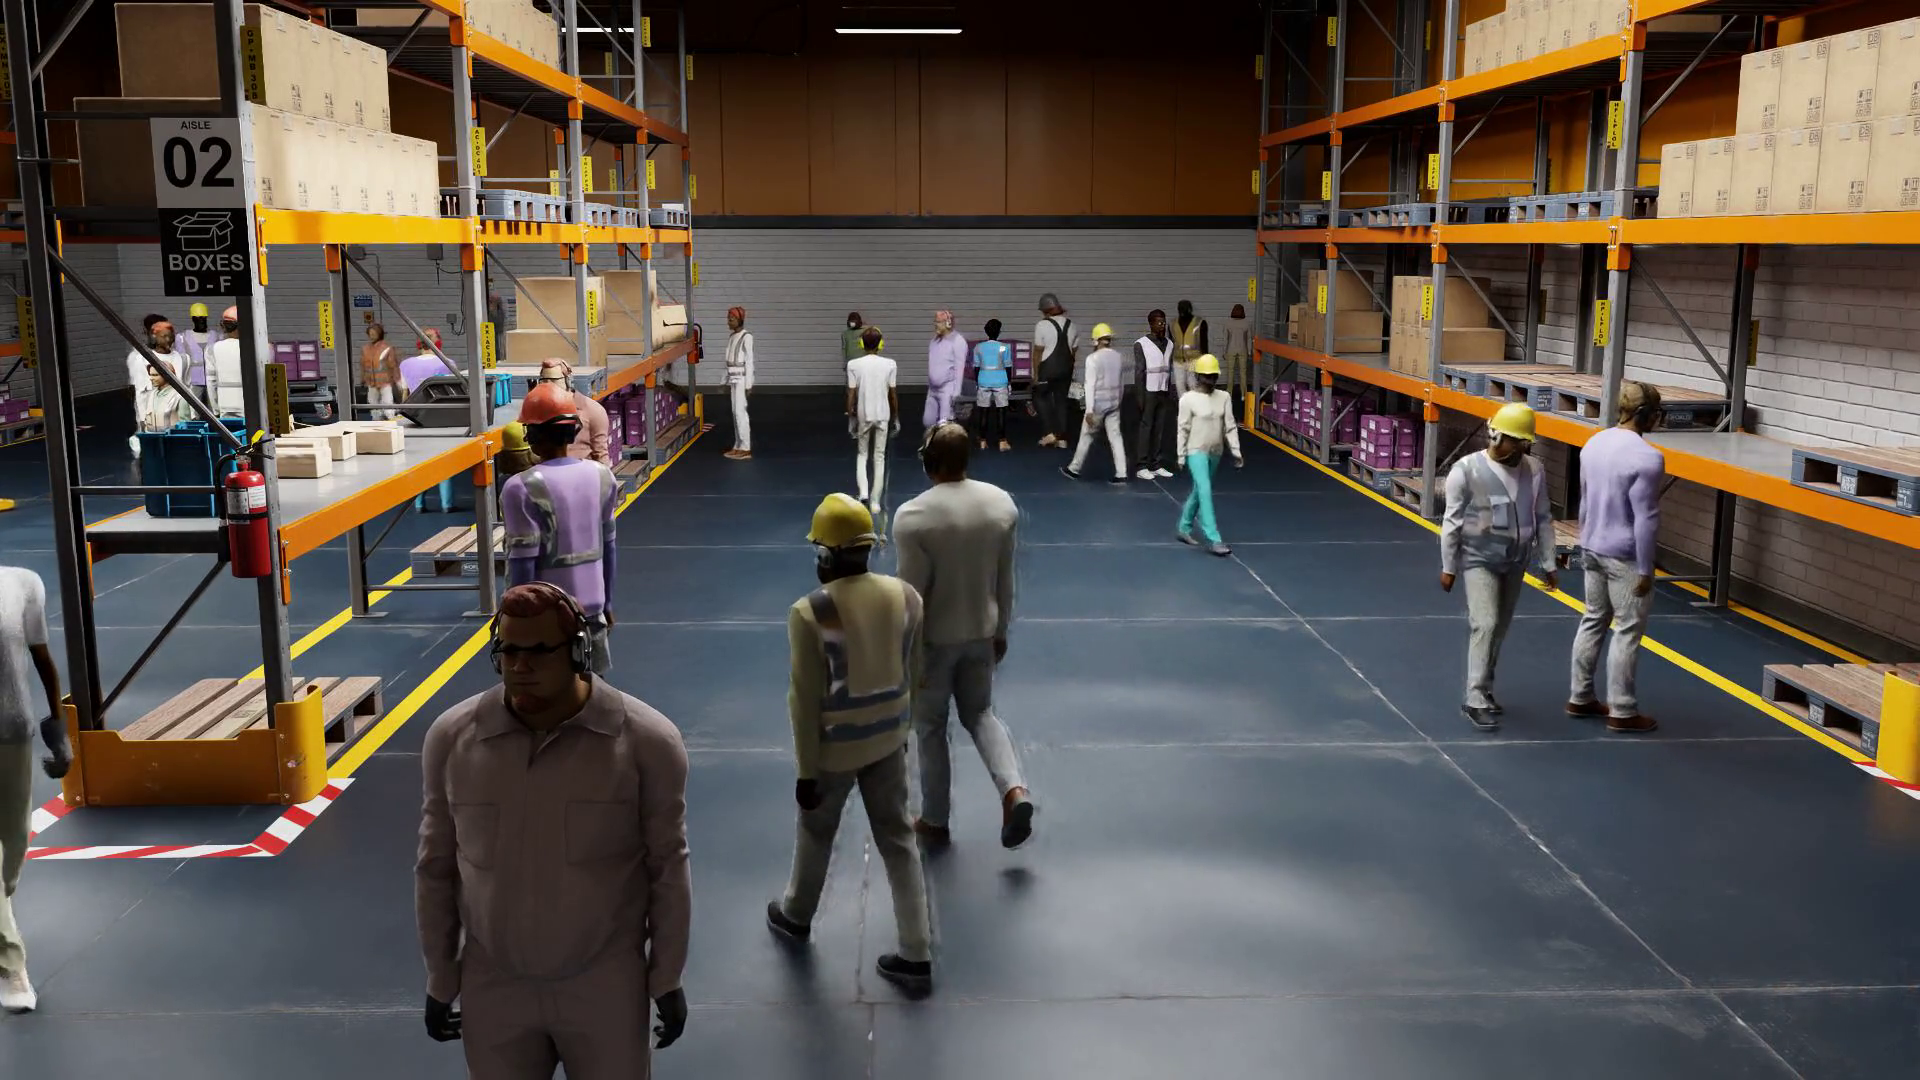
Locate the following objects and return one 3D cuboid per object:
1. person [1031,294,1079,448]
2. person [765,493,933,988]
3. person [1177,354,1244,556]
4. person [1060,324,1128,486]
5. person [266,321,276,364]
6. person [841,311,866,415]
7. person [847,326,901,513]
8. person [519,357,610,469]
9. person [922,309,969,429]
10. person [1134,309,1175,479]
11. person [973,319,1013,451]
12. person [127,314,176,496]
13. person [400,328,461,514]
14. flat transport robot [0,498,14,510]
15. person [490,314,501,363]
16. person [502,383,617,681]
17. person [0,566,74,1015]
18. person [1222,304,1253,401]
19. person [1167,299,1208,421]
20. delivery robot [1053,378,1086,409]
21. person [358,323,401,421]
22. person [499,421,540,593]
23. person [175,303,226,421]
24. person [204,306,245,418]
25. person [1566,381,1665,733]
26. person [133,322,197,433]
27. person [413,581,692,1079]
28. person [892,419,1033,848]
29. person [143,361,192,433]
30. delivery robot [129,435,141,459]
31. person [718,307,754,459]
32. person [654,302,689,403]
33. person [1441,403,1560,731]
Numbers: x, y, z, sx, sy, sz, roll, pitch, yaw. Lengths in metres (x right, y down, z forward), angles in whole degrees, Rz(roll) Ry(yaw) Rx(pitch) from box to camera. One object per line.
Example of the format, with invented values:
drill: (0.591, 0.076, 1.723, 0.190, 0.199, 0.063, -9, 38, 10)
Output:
person: (1.199, -2.215, 21.688, 0.725, 2.000, 0.537, -6, 12, -31)
person: (-0.399, 0.713, 6.104, 0.608, 1.785, 0.929, -8, 13, -37)
person: (2.134, -0.753, 14.434, 0.535, 1.720, 0.903, -6, 12, -29)
person: (1.541, -1.497, 18.424, 0.602, 1.772, 0.944, -8, 13, -37)
person: (-8.185, -1.668, 19.260, 0.649, 1.819, 0.494, 1, 10, 5)
person: (-1.600, -2.780, 26.065, 0.508, 1.610, 0.751, 3, 11, 15)
person: (-0.846, -1.193, 16.515, 0.522, 1.855, 0.401, 0, 10, 0)
person: (-2.738, -0.311, 11.498, 0.644, 1.900, 0.395, 1, 10, 6)
person: (-0.203, -1.747, 19.475, 0.506, 1.898, 0.669, -8, 13, -38)
person: (2.202, -1.658, 18.921, 0.596, 1.918, 0.380, -9, 14, -42)
person: (0.427, -1.985, 21.364, 0.532, 1.696, 0.319, 3, 11, 18)
person: (-8.367, -1.399, 17.433, 0.688, 1.933, 0.688, 4, 11, 20)
person: (-5.221, -1.165, 16.409, 0.581, 1.840, 0.382, 0, 10, -3)
flat transport robot: (-10.033, -0.325, 16.090, 0.652, 0.197, 1.431, 4, 11, 23)
person: (-7.051, -2.661, 24.463, 0.973, 1.932, 0.631, 3, 11, 19)
person: (-1.842, 0.304, 7.643, 0.394, 2.044, 0.609, 8, 13, 36)
person: (-3.530, 0.699, 6.017, 0.534, 1.837, 0.906, -9, 13, -41)
person: (4.685, -3.164, 28.109, 0.507, 1.633, 0.277, 1, 10, 5)
person: (3.388, -2.689, 24.924, 0.659, 1.823, 0.445, 5, 11, 26)
delivery robot: (1.769, -2.278, 25.914, 0.477, 0.478, 0.707, -8, 13, -37)
person: (-7.603, -2.041, 21.882, 0.539, 1.624, 0.425, 3, 11, 16)
person: (-2.300, 0.229, 8.908, 0.313, 1.741, 0.487, 4, 11, 20)
person: (-9.384, -1.964, 20.645, 0.602, 1.934, 0.399, -7, 12, -33)
person: (-7.273, -1.335, 16.812, 0.609, 2.032, 0.407, 2, 10, 9)
person: (3.631, 0.090, 9.160, 0.381, 1.932, 0.636, -3, 11, -15)
person: (-7.997, -1.257, 16.787, 0.355, 1.884, 0.573, 9, 13, 40)
person: (-0.967, 1.035, 3.954, 0.651, 1.907, 0.409, 0, 10, -1)
person: (0.016, 0.439, 7.218, 0.626, 1.925, 0.676, -6, 12, -31)
person: (-7.025, -0.775, 14.784, 0.522, 1.638, 0.309, 4, 11, 23)
delivery robot: (-9.336, -1.128, 19.512, 0.707, 0.478, 0.477, -3, 10, -16)
person: (-2.754, -1.951, 20.669, 0.390, 1.883, 0.597, -5, 11, -26)
person: (-4.447, -2.765, 25.178, 0.825, 1.896, 0.561, -9, 14, -41)
person: (3.029, 0.142, 9.241, 0.598, 1.795, 0.668, -3, 11, -18)
